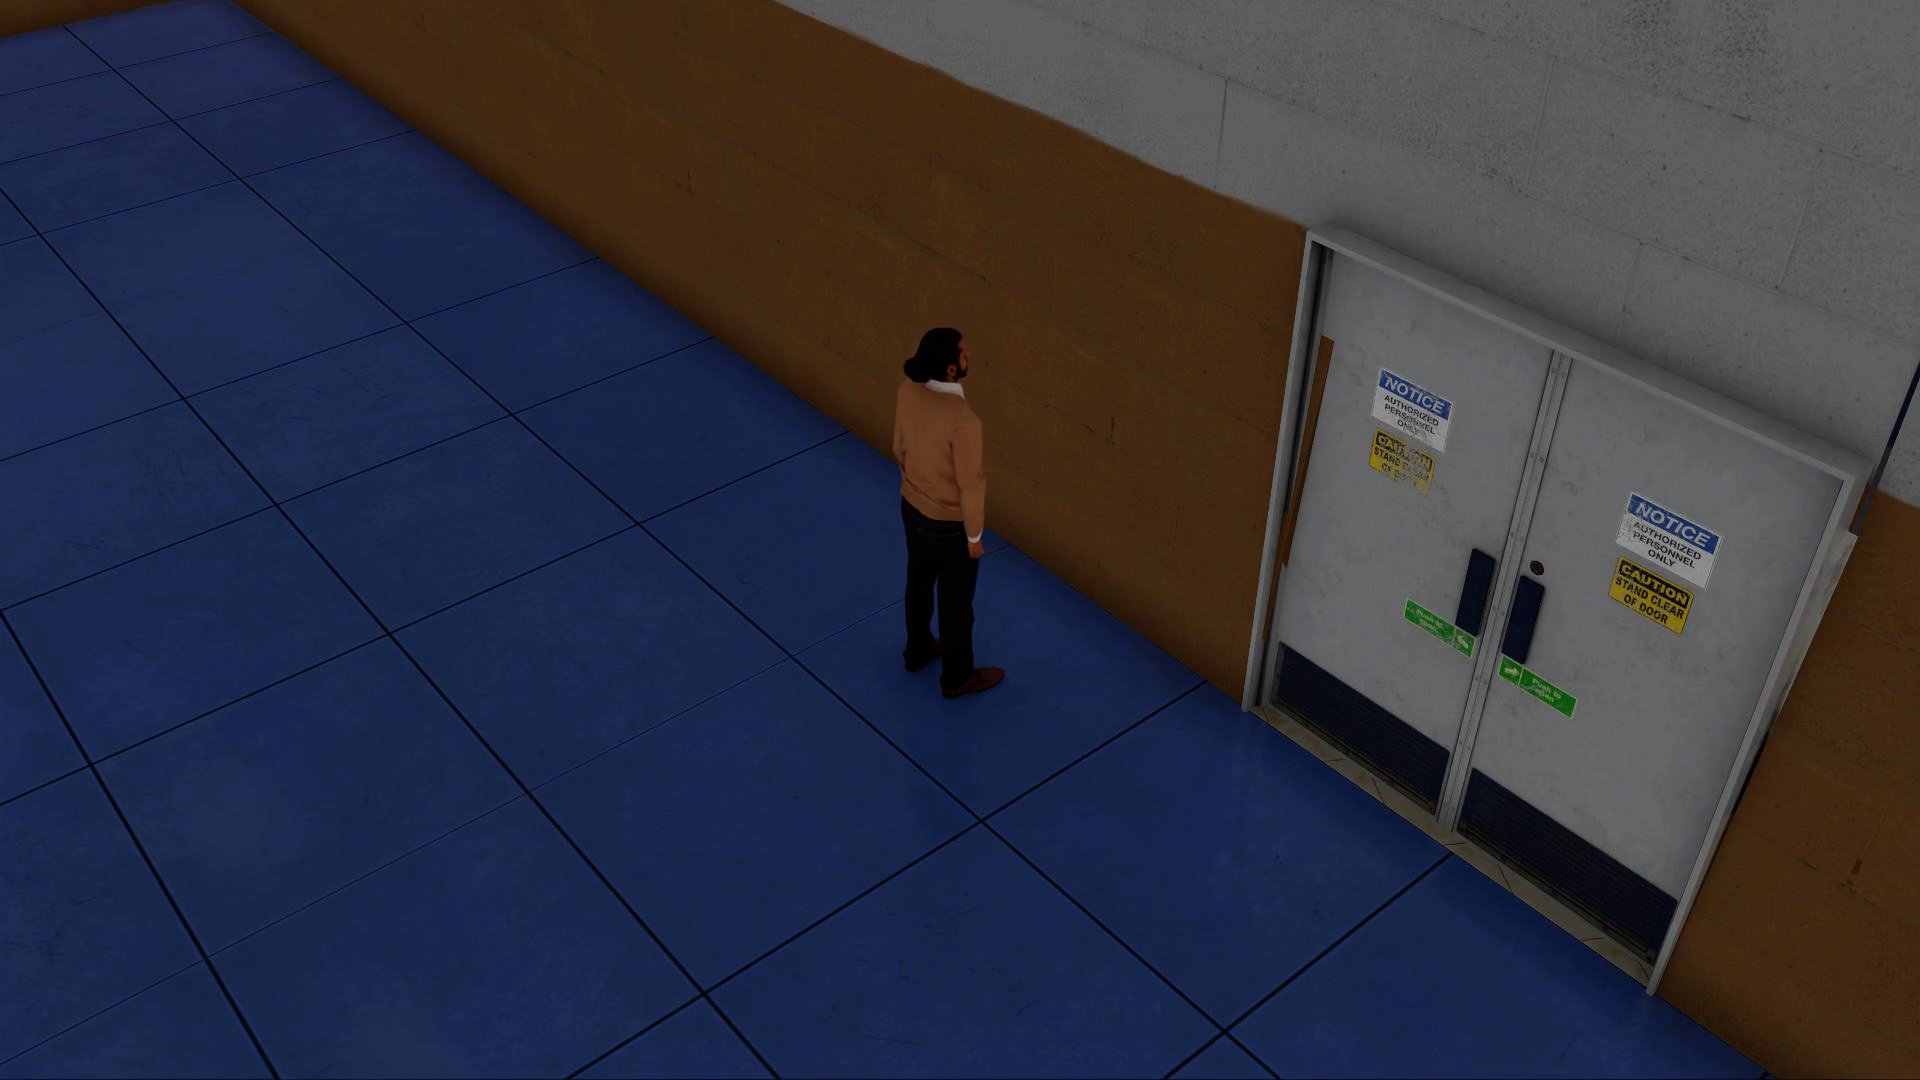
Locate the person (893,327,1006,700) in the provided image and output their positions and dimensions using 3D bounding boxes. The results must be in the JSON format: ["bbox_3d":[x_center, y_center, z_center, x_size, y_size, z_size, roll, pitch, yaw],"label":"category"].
[{"bbox_3d":[-0.078,-0.107,6.954,0.576,1.754,0.645,-25,44,-30],"label":"person"}]
